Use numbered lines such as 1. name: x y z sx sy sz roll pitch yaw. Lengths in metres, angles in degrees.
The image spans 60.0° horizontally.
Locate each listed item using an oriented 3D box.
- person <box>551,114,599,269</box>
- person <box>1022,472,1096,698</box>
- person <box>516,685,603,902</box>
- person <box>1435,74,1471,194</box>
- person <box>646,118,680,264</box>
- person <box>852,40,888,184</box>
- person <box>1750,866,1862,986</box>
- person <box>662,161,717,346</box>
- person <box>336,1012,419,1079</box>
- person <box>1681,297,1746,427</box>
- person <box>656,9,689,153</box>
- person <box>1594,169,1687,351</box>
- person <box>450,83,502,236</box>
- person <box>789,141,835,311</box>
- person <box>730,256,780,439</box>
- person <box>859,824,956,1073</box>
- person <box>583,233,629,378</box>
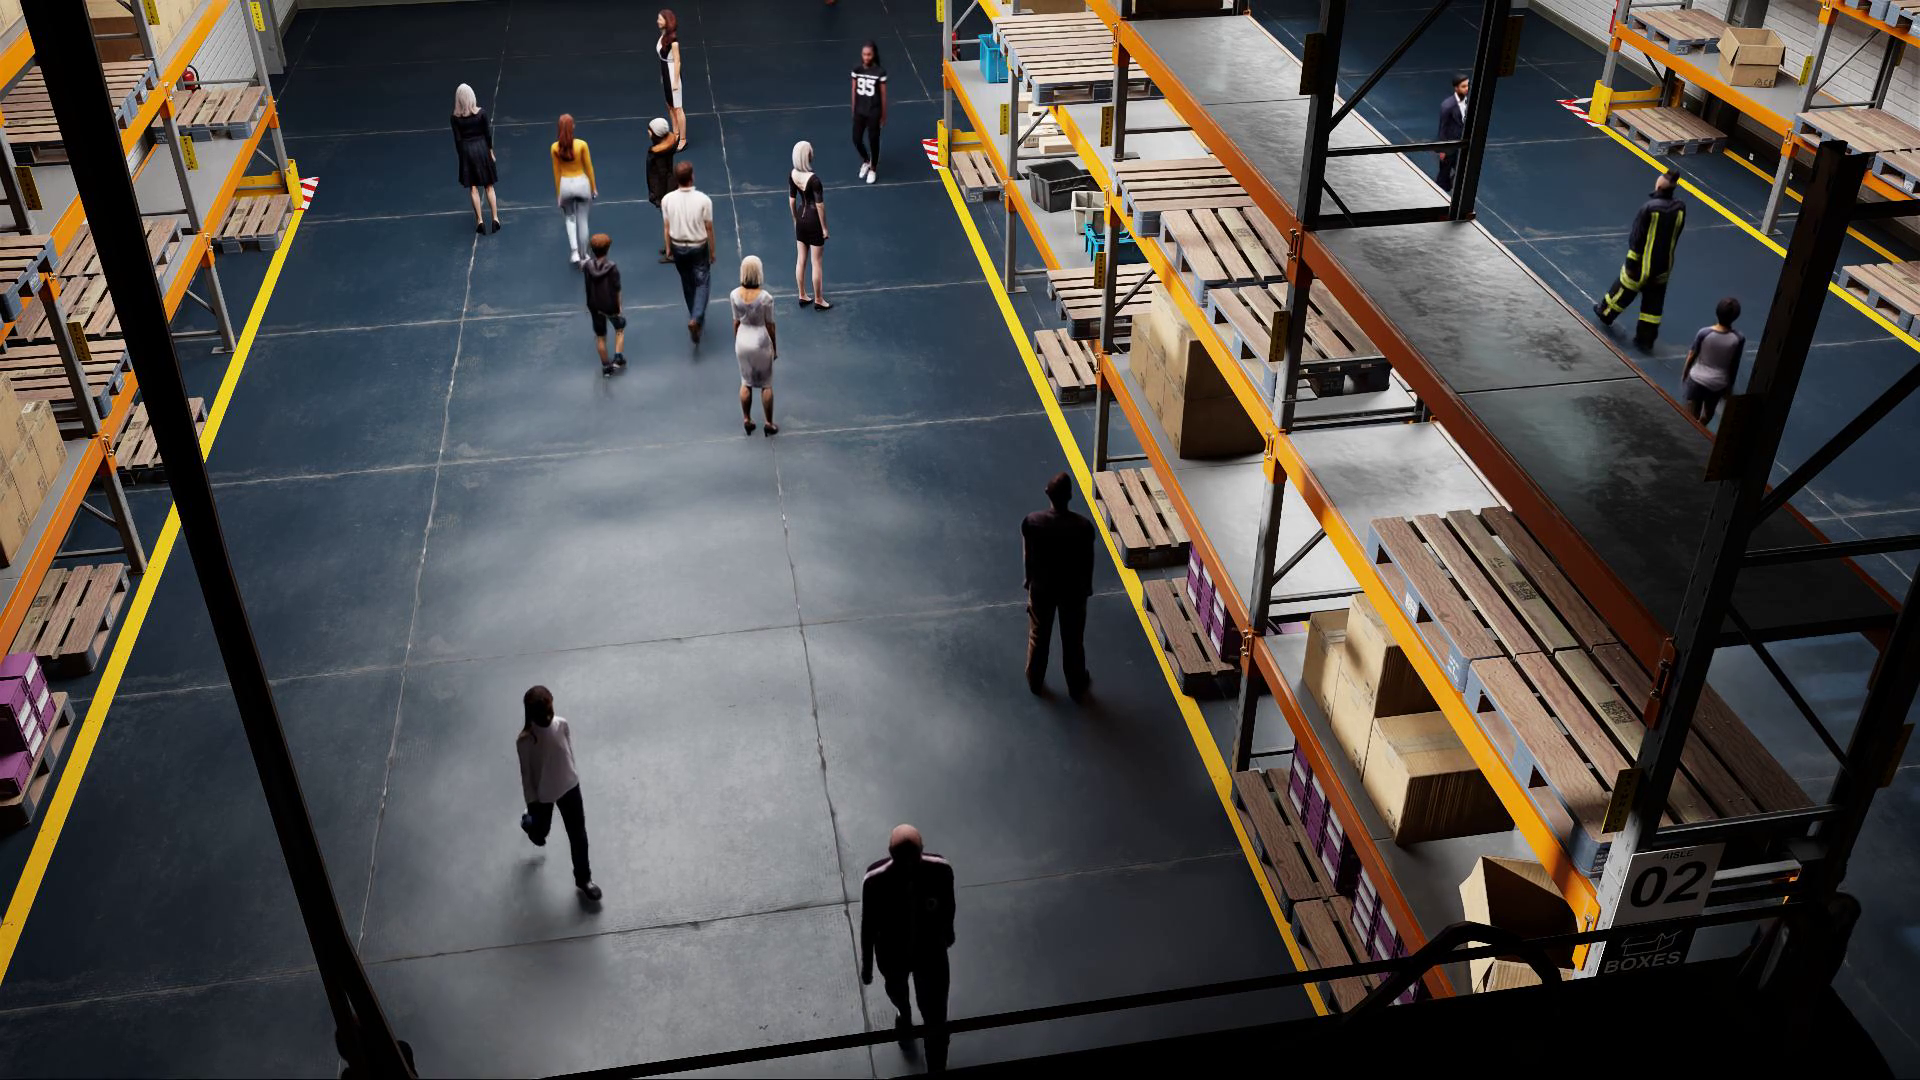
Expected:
1. person: -4.181 -3.756 18.094 0.588 1.740 0.624 -4 34 -7
2. person: 0.695 0.318 11.872 0.757 1.842 0.721 6 34 9
3. person: -2.567 1.511 10.354 0.842 1.536 1.076 -24 40 -31
4. person: 5.683 -4.626 19.427 0.747 1.713 0.742 -18 38 -25
5. person: -3.255 -3.867 18.359 0.721 1.633 0.585 -1 34 -1
6. person: -1.090 -5.257 20.367 0.723 1.724 0.755 8 35 12
7. person: 4.417 2.378 8.823 0.742 1.787 0.957 -2 34 -3
8. person: -2.709 -2.840 16.634 0.801 1.831 1.125 1 34 2
9. person: -2.754 2.911 8.096 0.715 1.704 0.644 19 38 26
10. person: 6.612 -1.364 14.703 0.891 1.510 1.122 10 35 15
11. person: -3.676 -5.862 21.214 0.700 1.793 0.547 -19 38 -26
12. person: 6.893 -2.755 16.512 0.787 1.825 1.098 -8 34 -11
13. person: -5.527 -4.351 18.983 0.655 1.746 0.634 -13 36 -19
14. person: -1.566 -3.258 17.264 0.645 1.830 0.710 22 40 30
15. person: -1.854 -1.741 15.055 0.634 1.748 0.633 7 34 11
16. person: -0.288 2.179 9.119 0.737 1.791 1.143 -3 34 -5
17. person: -3.456 -2.244 16.095 0.609 1.435 0.617 2 34 3
